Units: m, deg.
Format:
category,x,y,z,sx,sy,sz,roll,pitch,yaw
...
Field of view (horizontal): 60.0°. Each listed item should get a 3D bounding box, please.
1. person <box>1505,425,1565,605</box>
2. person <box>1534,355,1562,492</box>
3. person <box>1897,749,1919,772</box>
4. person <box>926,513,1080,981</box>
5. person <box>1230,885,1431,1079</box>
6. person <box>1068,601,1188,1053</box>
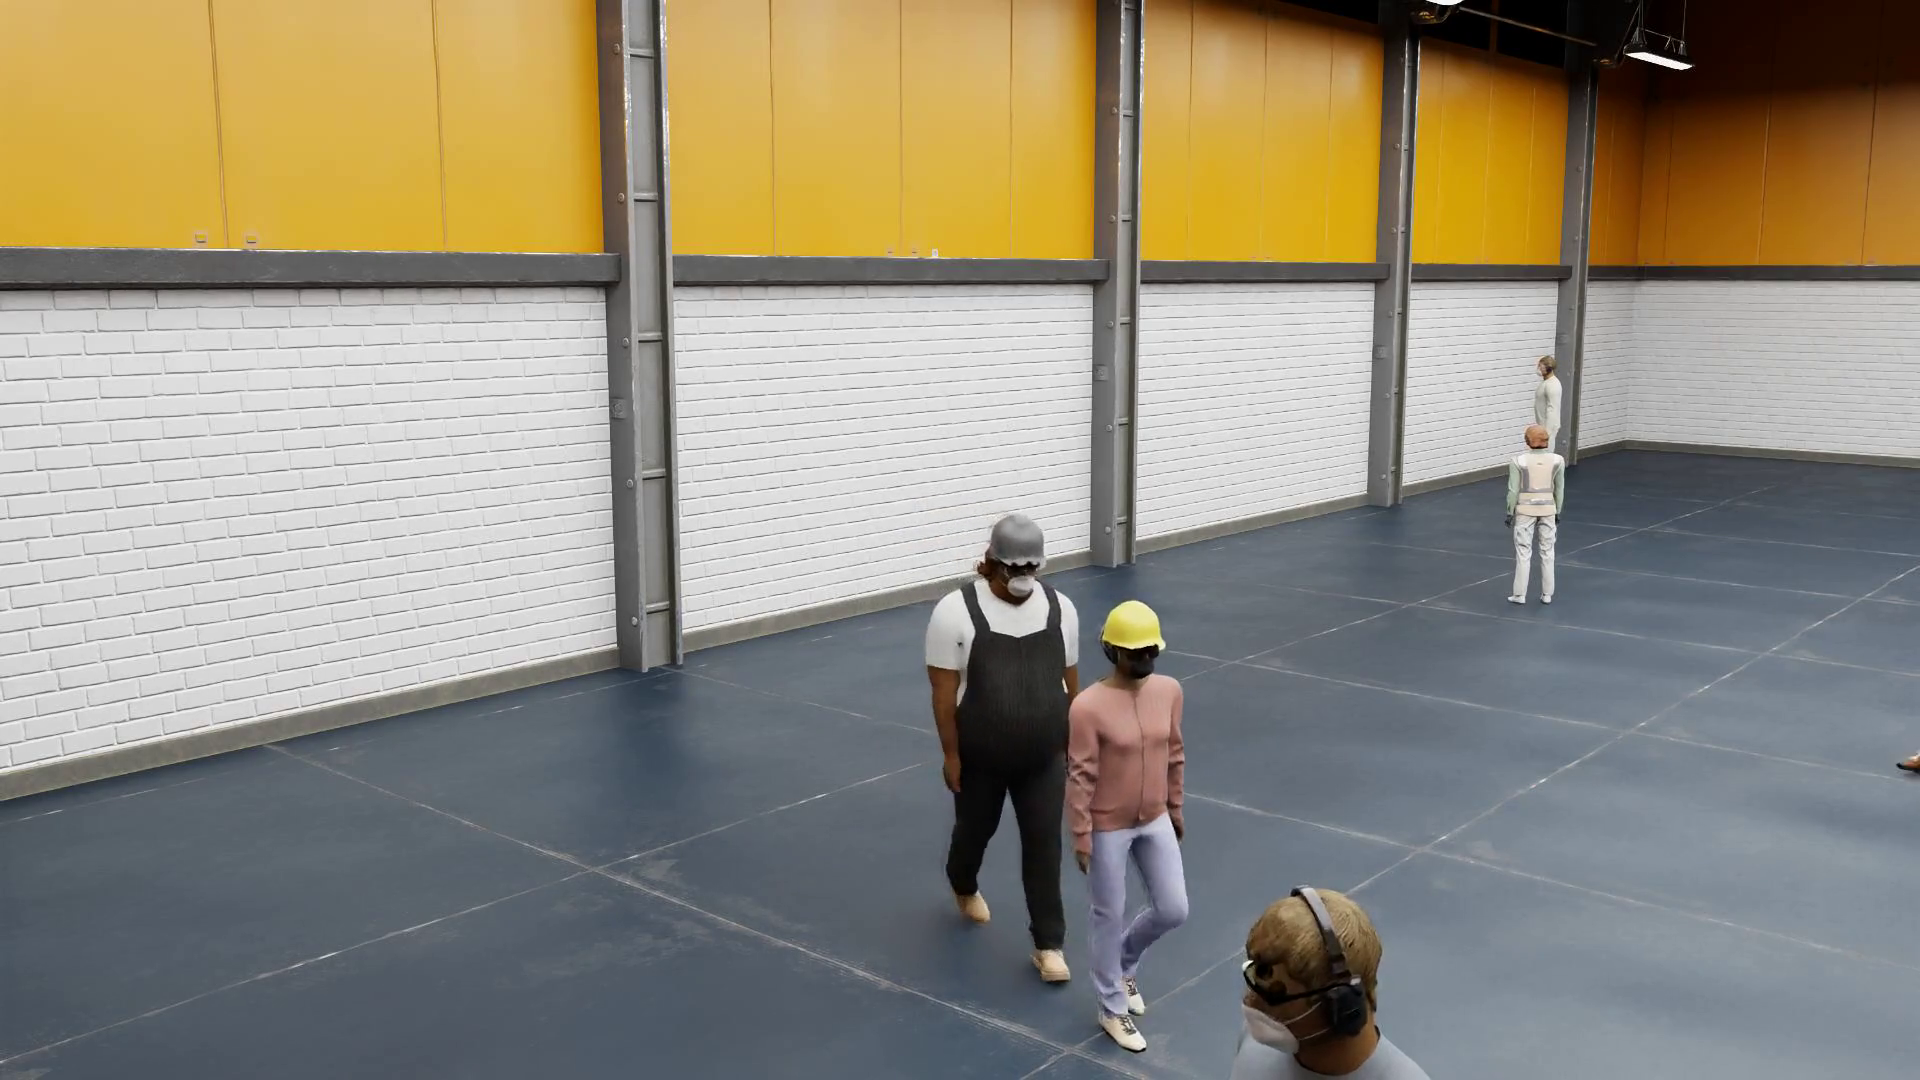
category,x,y,z,sx,sy,sz,roll,pitch,yaw
person,5.187,-0.223,15.017,0.514,1.640,0.309,0,9,-1
person,7.632,-1.436,21.695,0.372,1.940,0.630,2,9,12
person,5.996,0.497,9.757,0.874,1.868,0.654,-3,10,-21
person,0.186,0.811,7.263,0.710,2.000,0.932,-2,9,-14
person,0.642,1.545,3.000,0.370,1.934,0.627,-4,10,-22
person,0.653,1.089,6.386,0.550,1.751,0.376,-5,10,-28
